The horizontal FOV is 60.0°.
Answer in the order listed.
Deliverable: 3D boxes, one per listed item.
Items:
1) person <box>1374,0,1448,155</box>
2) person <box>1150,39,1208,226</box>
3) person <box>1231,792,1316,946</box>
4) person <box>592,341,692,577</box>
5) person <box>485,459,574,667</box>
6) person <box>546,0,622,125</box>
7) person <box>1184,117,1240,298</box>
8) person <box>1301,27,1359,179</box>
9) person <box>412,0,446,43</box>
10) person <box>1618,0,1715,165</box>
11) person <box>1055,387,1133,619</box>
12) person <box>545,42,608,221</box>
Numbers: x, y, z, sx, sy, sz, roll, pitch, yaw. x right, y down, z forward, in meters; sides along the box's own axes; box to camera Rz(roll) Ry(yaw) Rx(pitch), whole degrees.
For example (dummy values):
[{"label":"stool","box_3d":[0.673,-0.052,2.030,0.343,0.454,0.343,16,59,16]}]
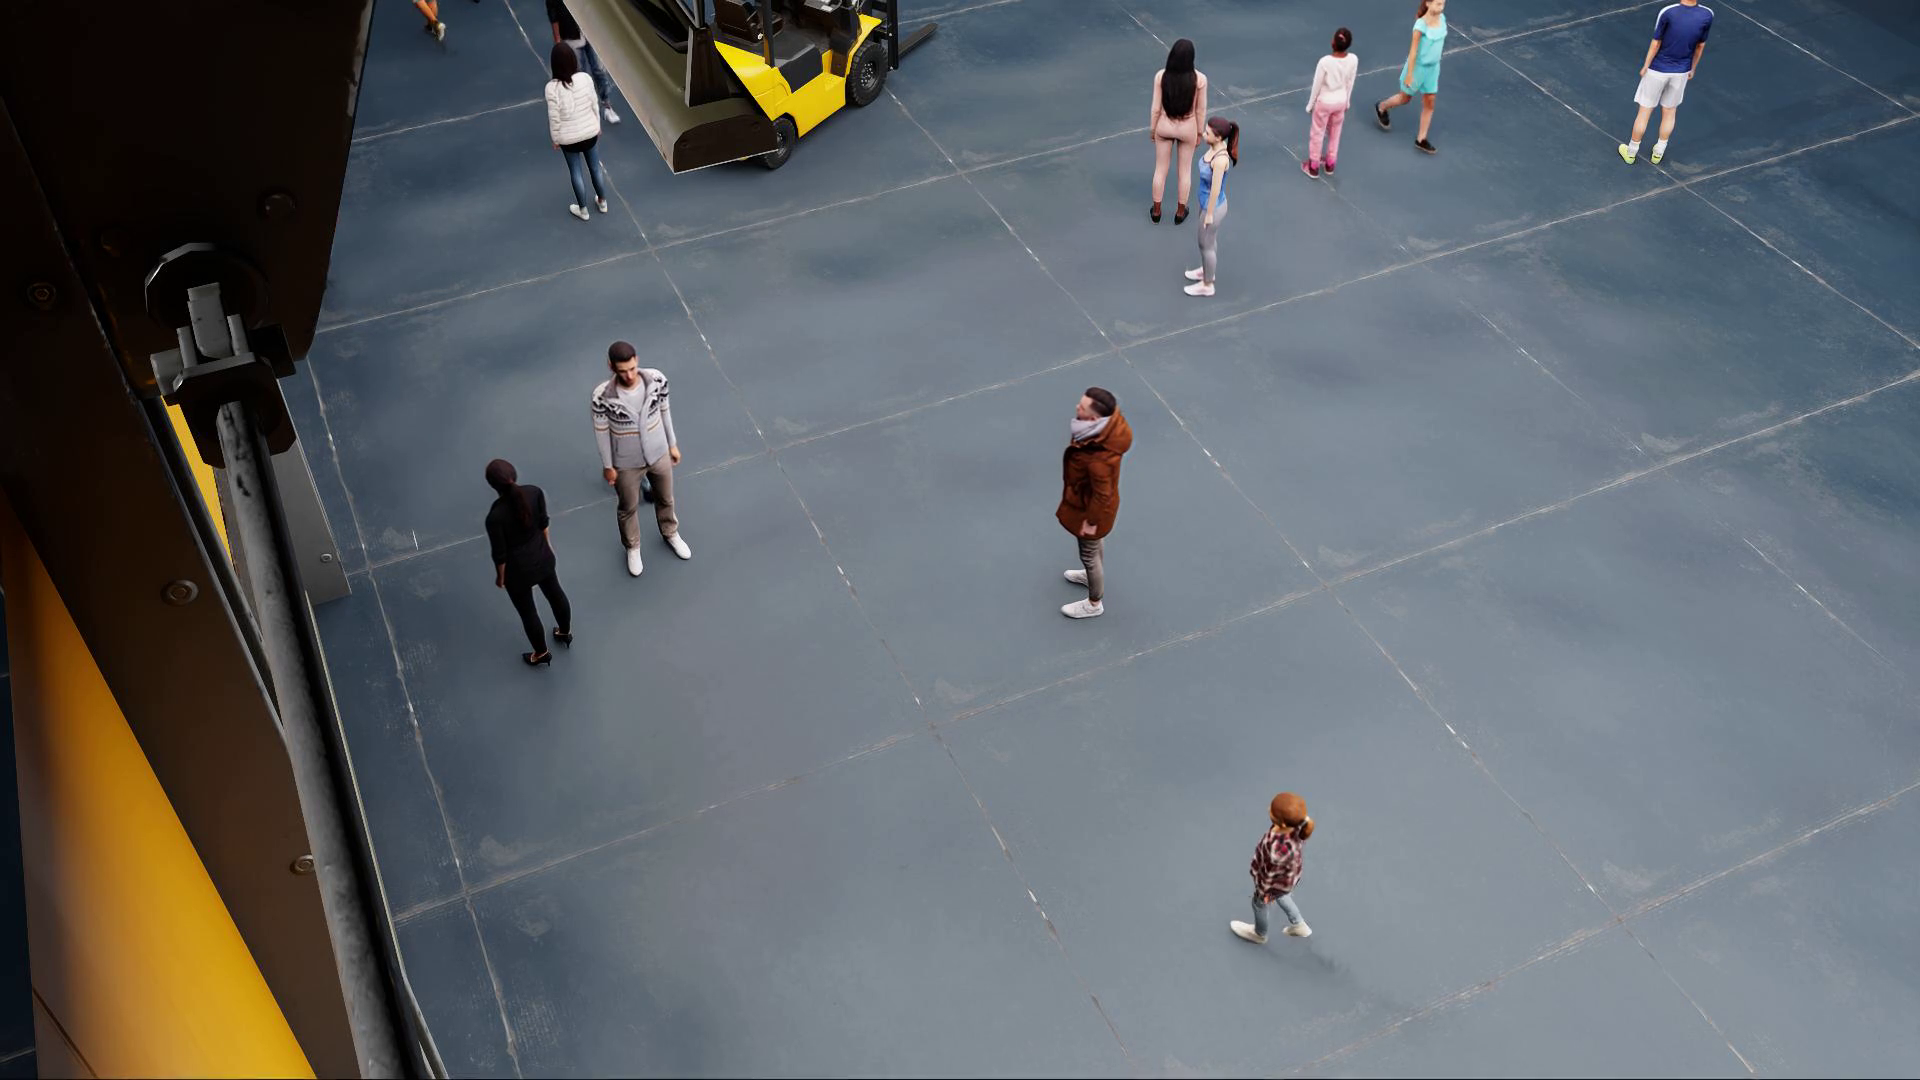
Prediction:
[{"label":"person","box_3d":[4.231,-4.404,15.431,0.645,1.534,1.058,-23,48,-23]},{"label":"person","box_3d":[1.867,-3.520,14.367,0.700,1.721,0.726,8,44,8]},{"label":"person","box_3d":[1.785,1.831,9.060,0.774,1.295,0.696,25,49,24]},{"label":"person","box_3d":[-2.154,-0.594,11.195,0.696,1.860,0.559,-21,47,-20]},{"label":"person","box_3d":[-2.752,0.151,10.558,0.694,1.660,0.687,27,50,26]},{"label":"person","box_3d":[-3.627,-4.887,15.754,0.703,1.788,0.987,-17,46,-17]},{"label":"person","box_3d":[2.063,-2.742,13.633,0.709,1.607,0.616,4,44,4]},{"label":"person","box_3d":[3.351,-3.962,15.031,0.598,1.447,0.572,-9,44,-10]},{"label":"person","box_3d":[-5.470,-5.790,16.949,0.684,1.447,0.880,-34,53,-30]},{"label":"person","box_3d":[6.428,-4.274,15.074,0.720,1.839,0.719,2,44,2]},{"label":"person","box_3d":[0.870,-0.252,10.853,0.901,1.837,0.815,5,44,5]},{"label":"person","box_3d":[-3.334,-3.559,14.469,0.648,1.638,0.597,-26,49,-24]}]
